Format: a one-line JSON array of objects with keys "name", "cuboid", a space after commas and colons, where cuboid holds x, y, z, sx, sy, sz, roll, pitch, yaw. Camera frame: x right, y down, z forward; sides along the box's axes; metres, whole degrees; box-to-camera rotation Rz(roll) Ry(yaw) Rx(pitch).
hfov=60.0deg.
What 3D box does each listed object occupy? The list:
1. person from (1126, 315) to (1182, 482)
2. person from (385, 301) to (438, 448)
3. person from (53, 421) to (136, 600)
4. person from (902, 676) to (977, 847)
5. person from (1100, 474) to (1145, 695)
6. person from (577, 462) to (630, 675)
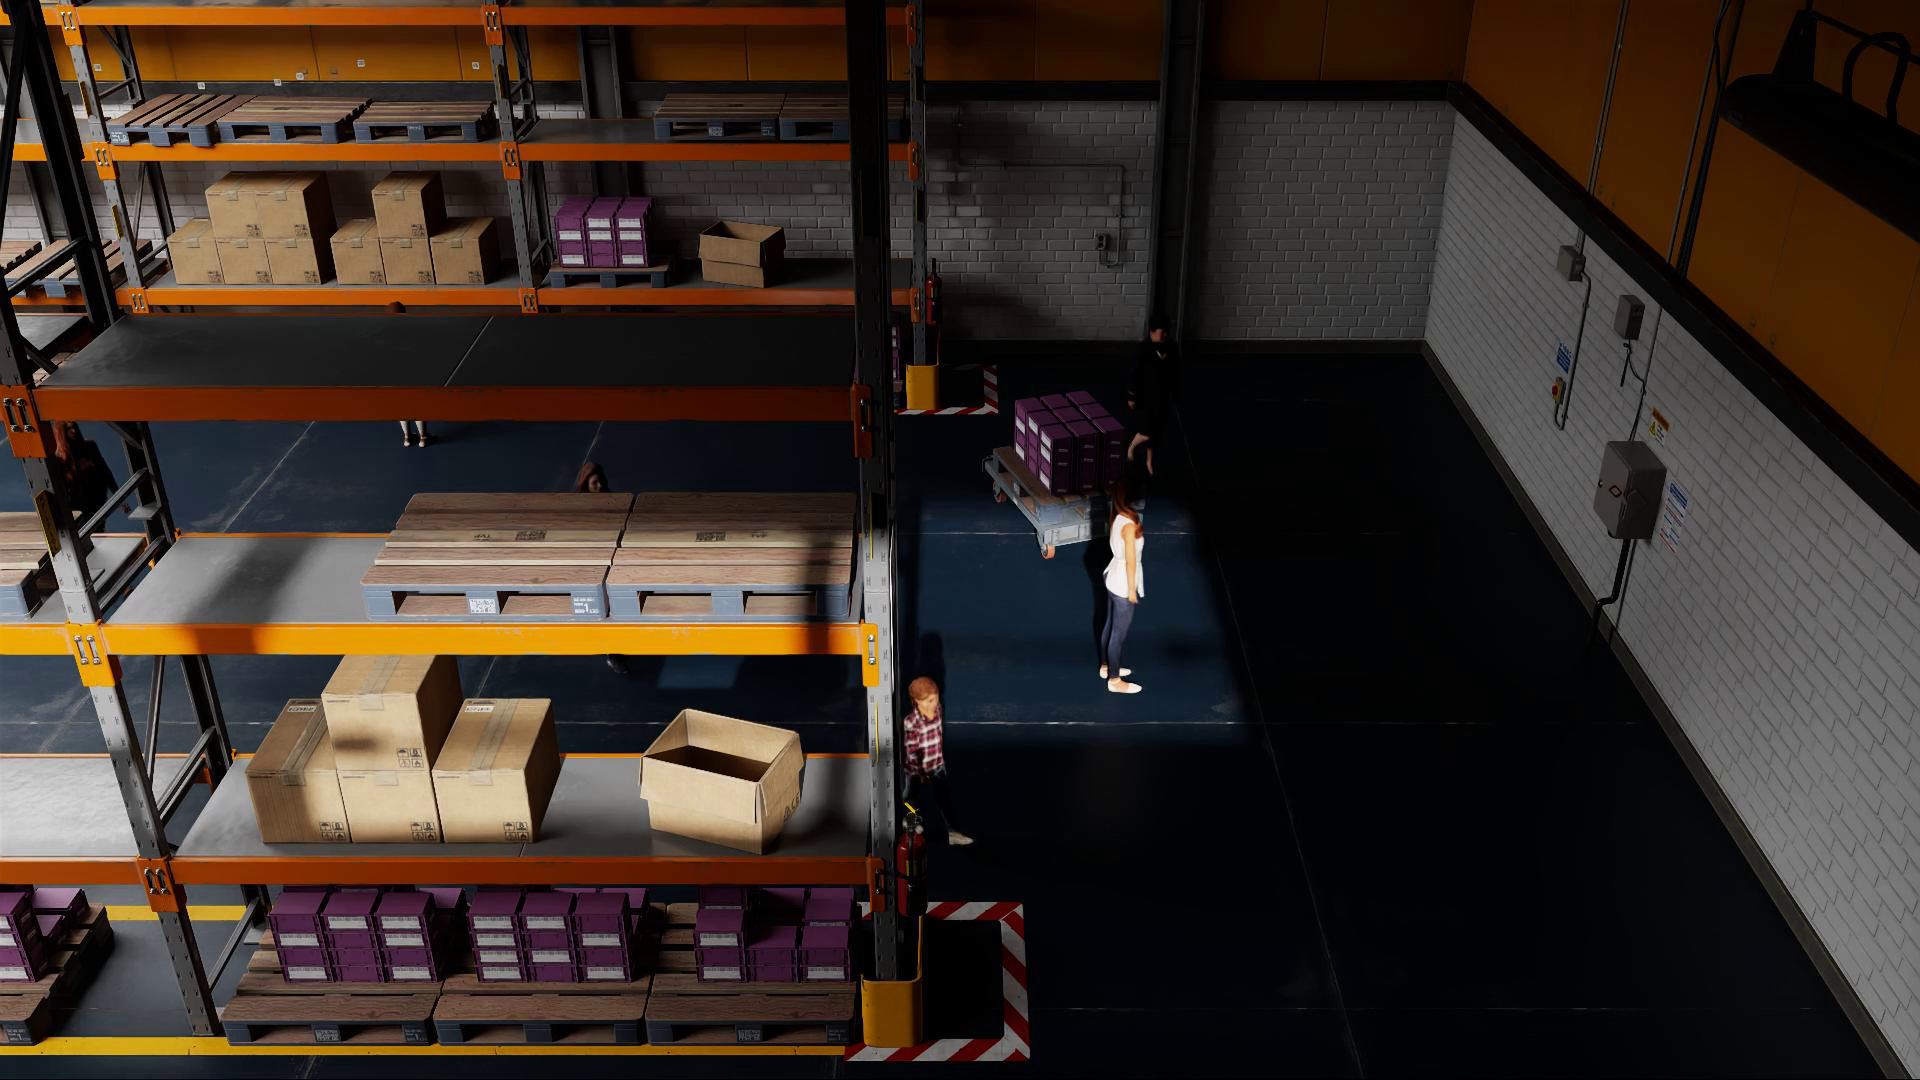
[{"name": "person", "cuboid": [1.793, -1.372, 15.788, 0.825, 1.665, 0.904, -15, 32, -25]}, {"name": "person", "cuboid": [-5.480, -1.641, 16.452, 0.579, 1.502, 0.678, 6, 29, 11]}, {"name": "person", "cuboid": [-7.278, -0.281, 13.782, 1.178, 1.671, 0.895, 12, 31, 20]}, {"name": "person", "cuboid": [-0.292, 1.439, 11.039, 0.854, 1.277, 0.905, -25, 37, -37]}, {"name": "person", "cuboid": [1.205, 0.320, 12.560, 0.547, 1.785, 0.604, -3, 29, -6]}, {"name": "person", "cuboid": [-2.831, 0.156, 12.918, 0.874, 1.730, 0.799, 21, 35, 33]}]
